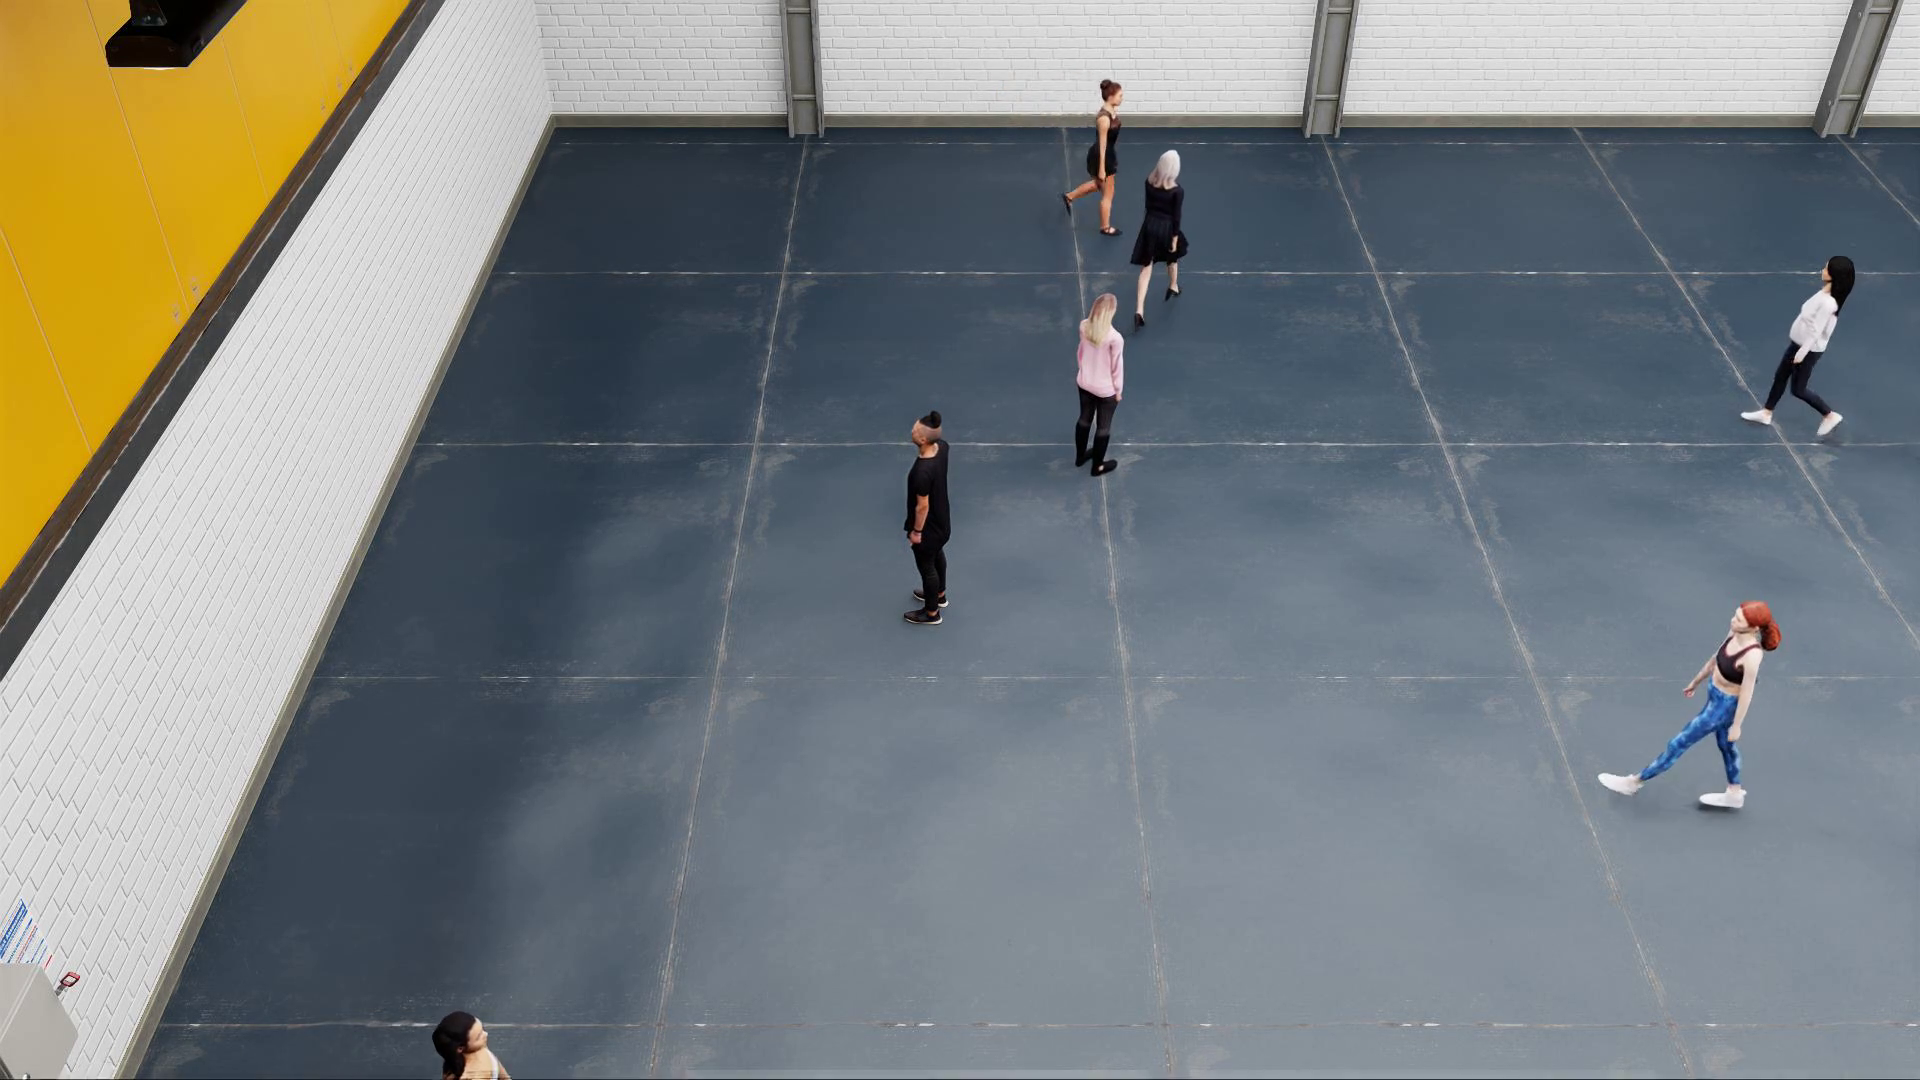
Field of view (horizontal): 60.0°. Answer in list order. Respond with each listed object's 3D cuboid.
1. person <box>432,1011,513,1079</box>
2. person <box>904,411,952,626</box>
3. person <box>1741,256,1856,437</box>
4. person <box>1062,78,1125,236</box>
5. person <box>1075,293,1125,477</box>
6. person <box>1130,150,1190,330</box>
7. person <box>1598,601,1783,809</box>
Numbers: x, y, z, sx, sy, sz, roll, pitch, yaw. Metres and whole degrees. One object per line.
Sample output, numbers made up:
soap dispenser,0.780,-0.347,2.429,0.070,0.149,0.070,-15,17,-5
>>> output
person,-2.498,2.962,8.397,1.070,1.697,0.720,-5,39,-7
person,-0.232,-0.181,12.199,0.675,1.865,0.742,9,40,11
person,7.291,-1.619,14.146,1.062,1.683,0.805,12,40,15
person,1.377,-3.921,17.046,0.985,1.659,0.752,12,40,15
person,1.131,-1.282,13.720,0.744,1.686,0.685,-32,48,-33
person,1.830,-2.787,15.601,1.159,1.691,1.061,22,44,25
person,4.971,1.104,10.695,1.225,1.732,0.734,6,39,8
